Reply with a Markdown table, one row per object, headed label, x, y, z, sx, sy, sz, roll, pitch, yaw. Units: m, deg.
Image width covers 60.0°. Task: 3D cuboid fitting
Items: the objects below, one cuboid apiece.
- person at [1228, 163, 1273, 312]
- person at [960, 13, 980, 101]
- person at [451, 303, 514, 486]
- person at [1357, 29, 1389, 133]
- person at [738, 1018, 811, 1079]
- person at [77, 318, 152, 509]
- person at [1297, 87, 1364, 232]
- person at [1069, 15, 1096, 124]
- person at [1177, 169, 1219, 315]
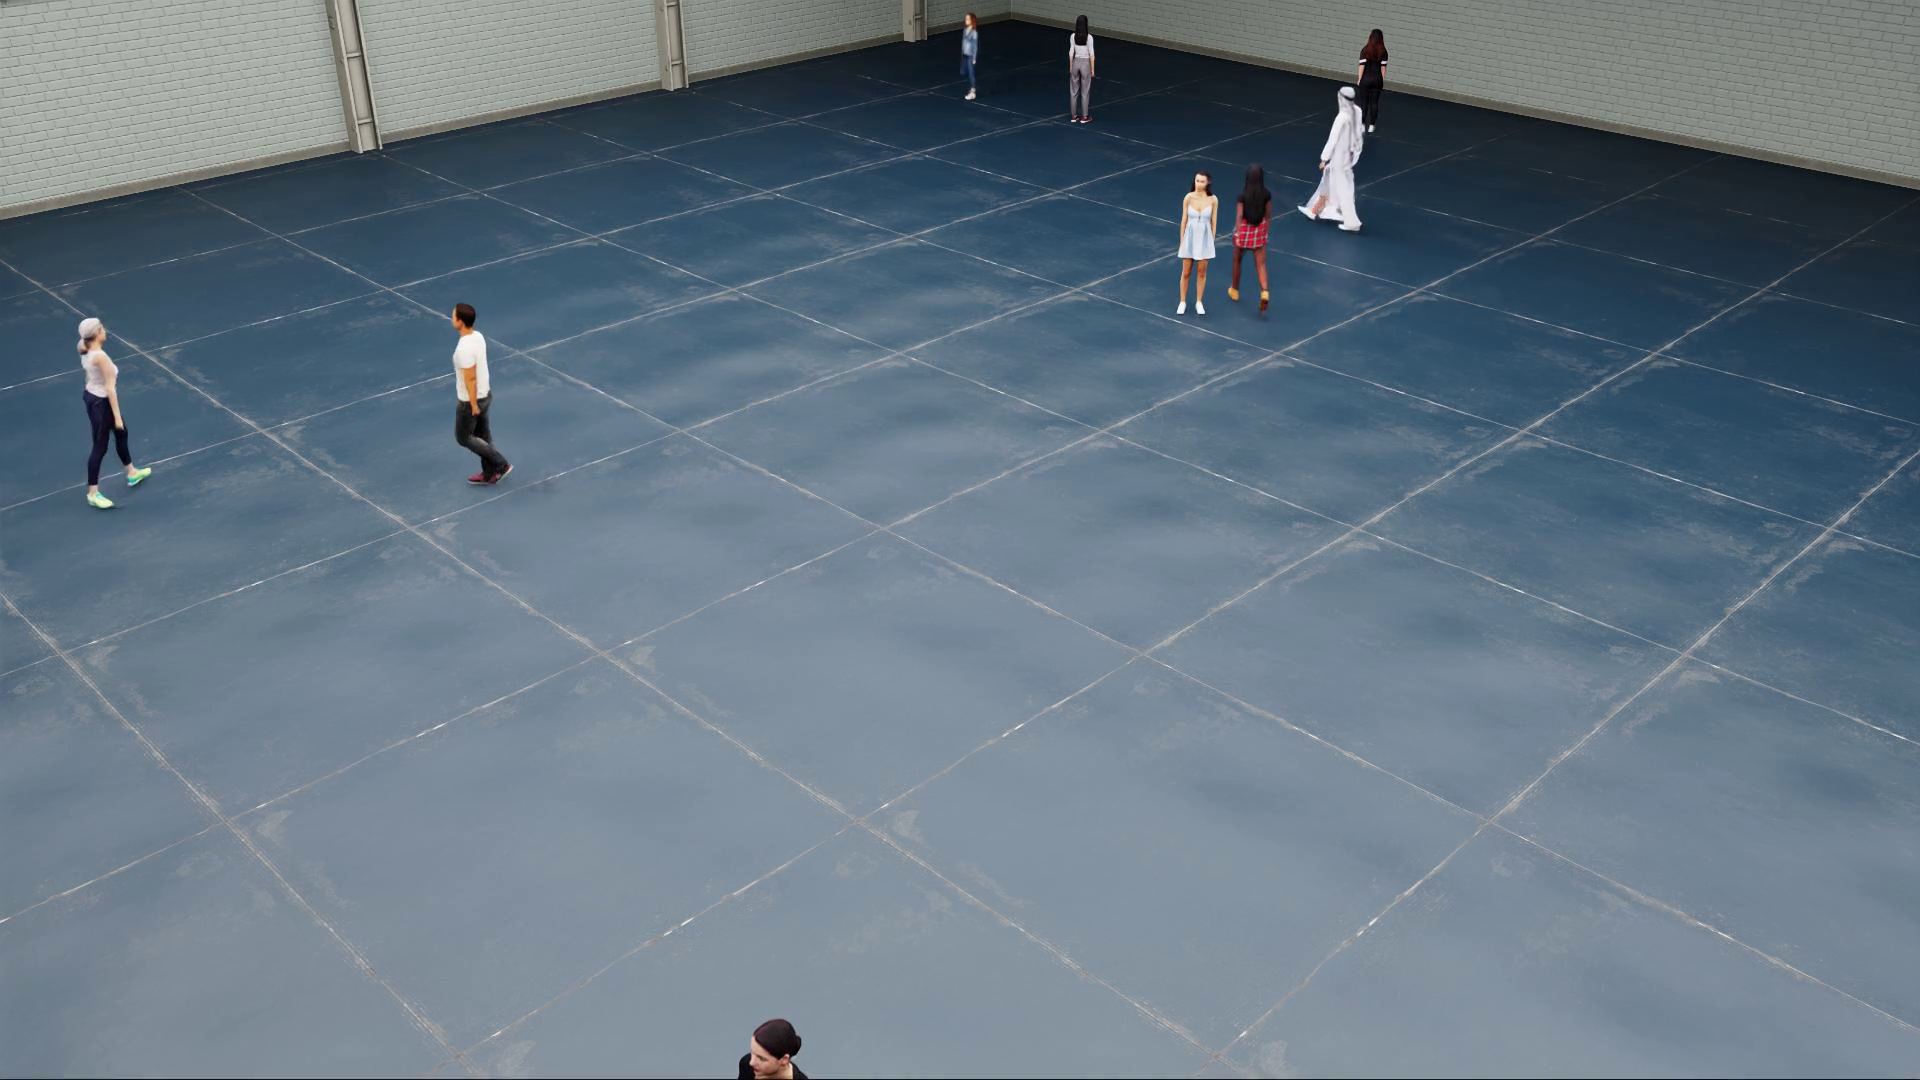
| label | x | y | z | sx | sy | sz | roll | pitch | yaw |
| --- | --- | --- | --- | --- | --- | --- | --- | --- | --- |
| person | 3.447 | -3.522 | 19.509 | 1.158 | 1.698 | 1.079 | -5 | 29 | -10 |
| person | 0.238 | -8.435 | 28.981 | 0.629 | 1.466 | 0.623 | -18 | 33 | -30 |
| person | -4.374 | -1.310 | 15.256 | 0.888 | 1.792 | 0.828 | 2 | 28 | 3 |
| person | 6.662 | -7.445 | 26.941 | 0.713 | 1.637 | 0.764 | 2 | 28 | 3 |
| person | -0.795 | 2.832 | 7.511 | 0.673 | 1.760 | 0.624 | 22 | 35 | 35 |
| person | -7.827 | -1.149 | 15.088 | 0.882 | 1.665 | 0.698 | -21 | 35 | -34 |
| person | 5.169 | -5.028 | 22.143 | 0.872 | 1.880 | 1.216 | 20 | 34 | 33 |
| person | 2.003 | -7.794 | 27.493 | 0.658 | 1.734 | 0.619 | 14 | 31 | 24 |
| person | 2.773 | -3.486 | 19.408 | 0.671 | 1.730 | 0.718 | 2 | 28 | 3 |
